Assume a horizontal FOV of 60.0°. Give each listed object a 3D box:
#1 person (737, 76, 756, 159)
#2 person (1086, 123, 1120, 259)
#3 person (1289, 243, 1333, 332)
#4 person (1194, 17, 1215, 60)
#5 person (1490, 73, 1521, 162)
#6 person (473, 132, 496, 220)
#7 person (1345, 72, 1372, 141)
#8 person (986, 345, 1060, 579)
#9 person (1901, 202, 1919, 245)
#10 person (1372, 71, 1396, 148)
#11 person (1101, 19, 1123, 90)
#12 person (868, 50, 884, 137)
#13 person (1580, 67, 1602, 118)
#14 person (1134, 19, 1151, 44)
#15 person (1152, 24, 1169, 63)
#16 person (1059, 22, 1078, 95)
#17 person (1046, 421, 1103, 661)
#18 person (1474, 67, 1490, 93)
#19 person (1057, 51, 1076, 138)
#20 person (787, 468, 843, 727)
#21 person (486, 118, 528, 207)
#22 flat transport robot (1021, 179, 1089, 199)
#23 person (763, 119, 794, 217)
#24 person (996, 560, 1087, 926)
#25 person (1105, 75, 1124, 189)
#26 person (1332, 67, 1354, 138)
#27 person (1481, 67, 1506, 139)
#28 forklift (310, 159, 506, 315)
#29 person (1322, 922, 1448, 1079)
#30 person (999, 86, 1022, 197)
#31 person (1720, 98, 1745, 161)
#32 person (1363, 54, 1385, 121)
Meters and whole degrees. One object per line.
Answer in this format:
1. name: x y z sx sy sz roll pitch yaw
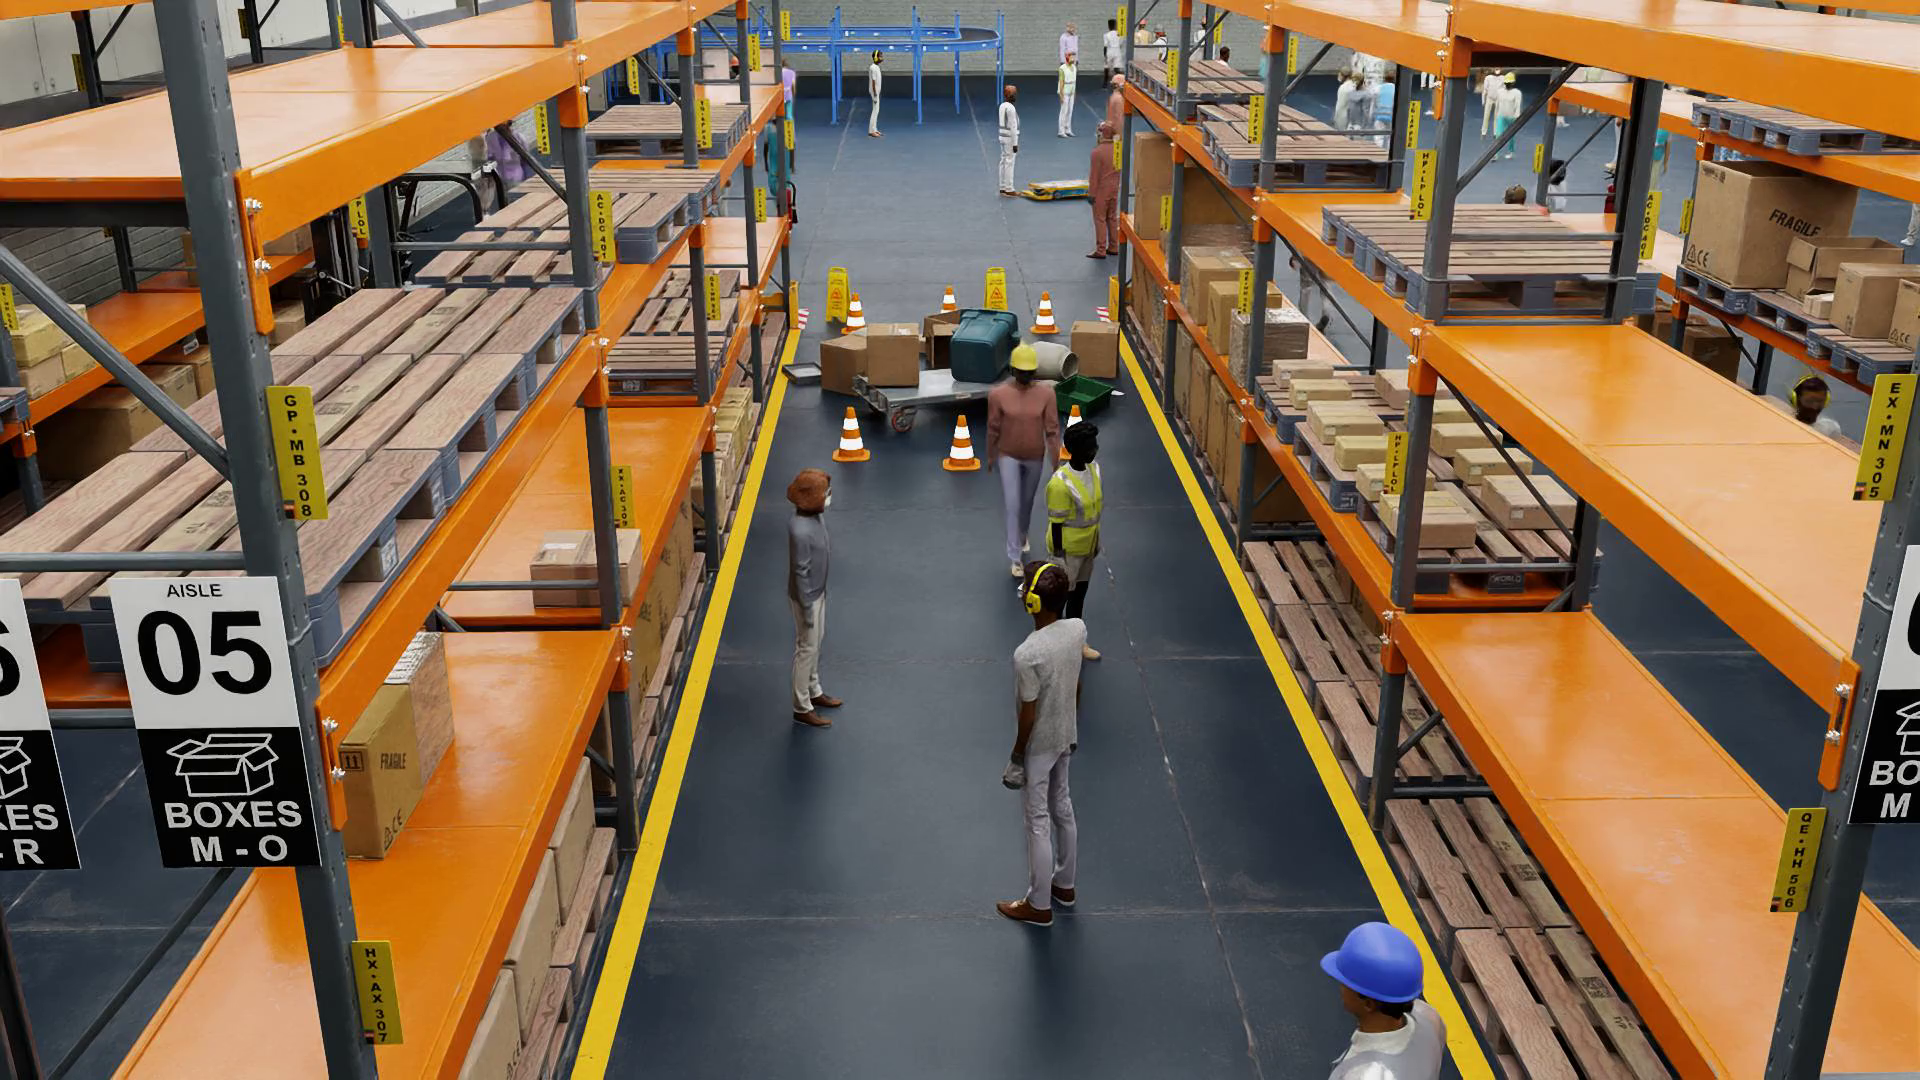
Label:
1. person: -4.278 -8.453 33.257 0.310 1.636 0.523 4 21 10
2. person: 2.039 -4.989 23.749 0.397 1.898 0.637 15 26 35
3. person: 4.195 -3.340 19.362 0.674 1.912 0.667 0 21 1
4. person: 6.572 -12.987 44.677 0.615 2.042 0.372 14 25 32
5. person: 10.884 -8.411 33.049 0.530 1.708 0.970 15 25 34
6. person: -7.606 -5.973 26.597 0.406 1.704 0.524 -13 24 -30
7. person: 7.352 -7.669 30.777 0.369 1.933 0.640 -6 22 -16
8. person: 0.471 -0.634 12.473 0.537 1.722 0.915 -3 21 -7
9. person: 14.335 -5.236 24.619 0.484 1.737 0.322 2 21 6
10. person: 8.303 -8.171 32.291 0.623 1.793 0.925 9 22 22
11. person: 4.223 -13.379 45.887 0.607 1.934 0.907 -7 22 -17
12. person: -1.845 -9.786 36.485 0.335 1.858 0.518 1 21 3
13. person: 15.184 -10.937 39.844 0.520 1.607 0.620 11 23 27
14. person: 5.004 -13.432 46.002 0.552 1.935 0.374 -11 23 -27
15. person: 4.978 -11.986 42.035 0.536 2.000 0.688 8 22 21
16. person: 2.956 -12.952 44.796 0.635 1.900 0.398 -19 28 -41
17. person: 0.737 0.039 10.737 0.319 1.693 0.535 14 25 32
18. person: 14.218 -13.150 45.198 0.503 1.989 0.677 -9 23 -23
19. person: 2.331 -9.748 36.402 0.386 1.838 0.573 14 25 33
20. person: -0.893 0.338 10.041 0.291 1.625 0.506 2 21 6
21. person: -6.686 -5.439 24.754 0.616 2.025 0.744 5 21 12
22. flat transport robot: 1.840 -6.117 28.984 1.431 0.197 0.652 -9 22 -22
23. person: -2.890 -6.022 26.568 0.528 1.827 0.412 3 21 8
24. person: 0.395 0.976 8.013 0.328 1.872 0.510 15 25 34
25. person: 2.757 -7.282 29.732 0.424 1.954 0.736 -5 21 -12
26. person: 7.430 -8.095 31.953 0.516 1.915 0.645 12 24 28
27. person: 11.591 -9.526 36.111 0.502 1.627 0.270 4 21 10
28. forklift: -5.622 -2.910 17.832 2.313 2.155 1.214 -1 21 -1
29. person: 1.242 2.031 5.113 0.390 1.949 0.602 13 24 30
30. person: 0.858 -6.904 28.824 0.355 1.882 0.575 -8 22 -19
31. person: 15.303 -8.379 32.691 0.391 1.911 0.584 -14 25 -33
32. person: 9.784 -10.859 39.226 0.697 1.926 0.610 -11 23 -27
